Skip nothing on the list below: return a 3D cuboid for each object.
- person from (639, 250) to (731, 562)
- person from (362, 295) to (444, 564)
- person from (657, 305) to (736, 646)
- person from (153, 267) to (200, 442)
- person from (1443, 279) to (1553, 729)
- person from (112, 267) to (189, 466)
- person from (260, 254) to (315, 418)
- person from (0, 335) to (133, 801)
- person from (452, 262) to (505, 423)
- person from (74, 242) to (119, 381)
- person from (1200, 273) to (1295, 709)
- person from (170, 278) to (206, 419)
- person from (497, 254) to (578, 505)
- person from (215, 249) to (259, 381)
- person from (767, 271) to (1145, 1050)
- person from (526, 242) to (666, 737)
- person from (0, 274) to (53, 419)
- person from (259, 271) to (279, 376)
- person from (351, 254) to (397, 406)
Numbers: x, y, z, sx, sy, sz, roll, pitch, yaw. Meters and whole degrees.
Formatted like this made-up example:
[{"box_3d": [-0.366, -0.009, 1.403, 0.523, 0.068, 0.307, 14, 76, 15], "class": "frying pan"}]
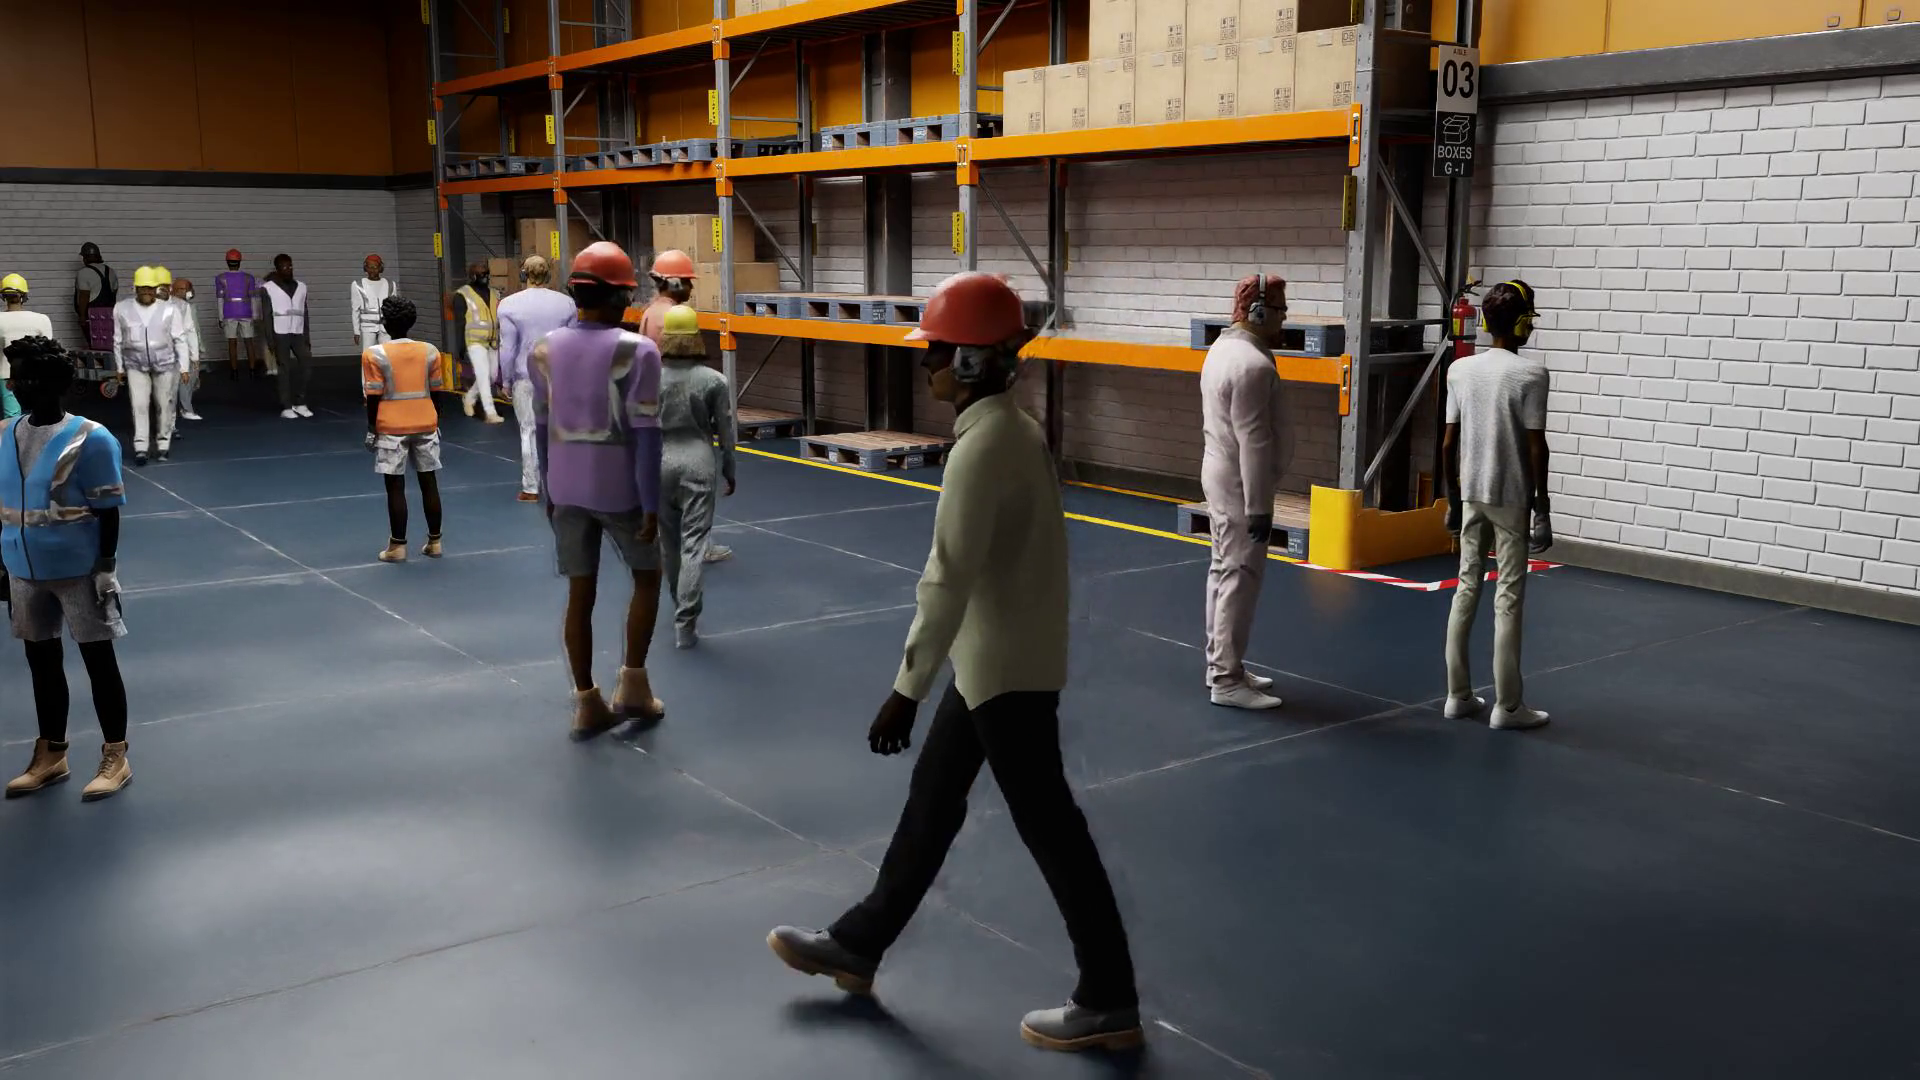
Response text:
[{"box_3d": [-1.730, -0.826, 10.489, 0.704, 1.971, 0.654, -6, 12, -29], "class": "person"}, {"box_3d": [-3.529, -0.702, 10.575, 0.317, 1.700, 0.537, 10, 14, 44], "class": "person"}, {"box_3d": [-1.408, -0.354, 8.605, 0.510, 1.695, 0.876, 0, 10, 1], "class": "person"}, {"box_3d": [-8.199, -1.918, 17.179, 0.612, 1.780, 0.949, -8, 13, -37], "class": "person"}, {"box_3d": [2.259, -0.145, 6.978, 0.327, 1.874, 0.518, -8, 13, -37], "class": "person"}, {"box_3d": [-7.393, -1.583, 15.212, 0.622, 1.799, 0.752, -5, 11, -24], "class": "person"}, {"box_3d": [-7.738, -2.342, 19.204, 0.535, 1.896, 0.615, 7, 12, 35], "class": "person"}, {"box_3d": [-3.288, 0.106, 6.062, 0.535, 1.697, 0.318, 2, 10, 10], "class": "person"}, {"box_3d": [-5.464, -2.245, 18.905, 0.801, 1.817, 0.634, 7, 12, 35], "class": "person"}, {"box_3d": [-12.788, -3.367, 24.548, 0.536, 2.000, 0.676, 3, 11, 16], "class": "person"}, {"box_3d": [1.260, -0.210, 7.283, 0.399, 1.897, 0.648, 0, 10, -2], "class": "person"}, {"box_3d": [-8.937, -2.206, 19.233, 0.332, 1.645, 0.508, 1, 10, 6], "class": "person"}, {"box_3d": [-3.263, -1.242, 12.928, 0.635, 1.938, 0.361, -6, 12, -30], "class": "person"}, {"box_3d": [-10.655, -3.311, 24.527, 0.551, 1.934, 0.373, -5, 11, -27], "class": "person"}, {"box_3d": [-0.001, 0.317, 4.171, 1.047, 1.940, 0.615, 1, 10, 5], "class": "person"}, {"box_3d": [-1.476, -0.205, 6.879, 0.618, 2.022, 0.547, 3, 10, 15], "class": "person"}, {"box_3d": [-7.917, -1.356, 14.055, 0.525, 1.769, 0.310, -5, 11, -25], "class": "person"}, {"box_3d": [-10.561, -3.322, 25.552, 0.597, 1.597, 0.322, 7, 12, 36], "class": "person"}, {"box_3d": [-7.293, -2.619, 20.792, 0.579, 1.885, 0.342, -7, 12, -35], "class": "person"}]
